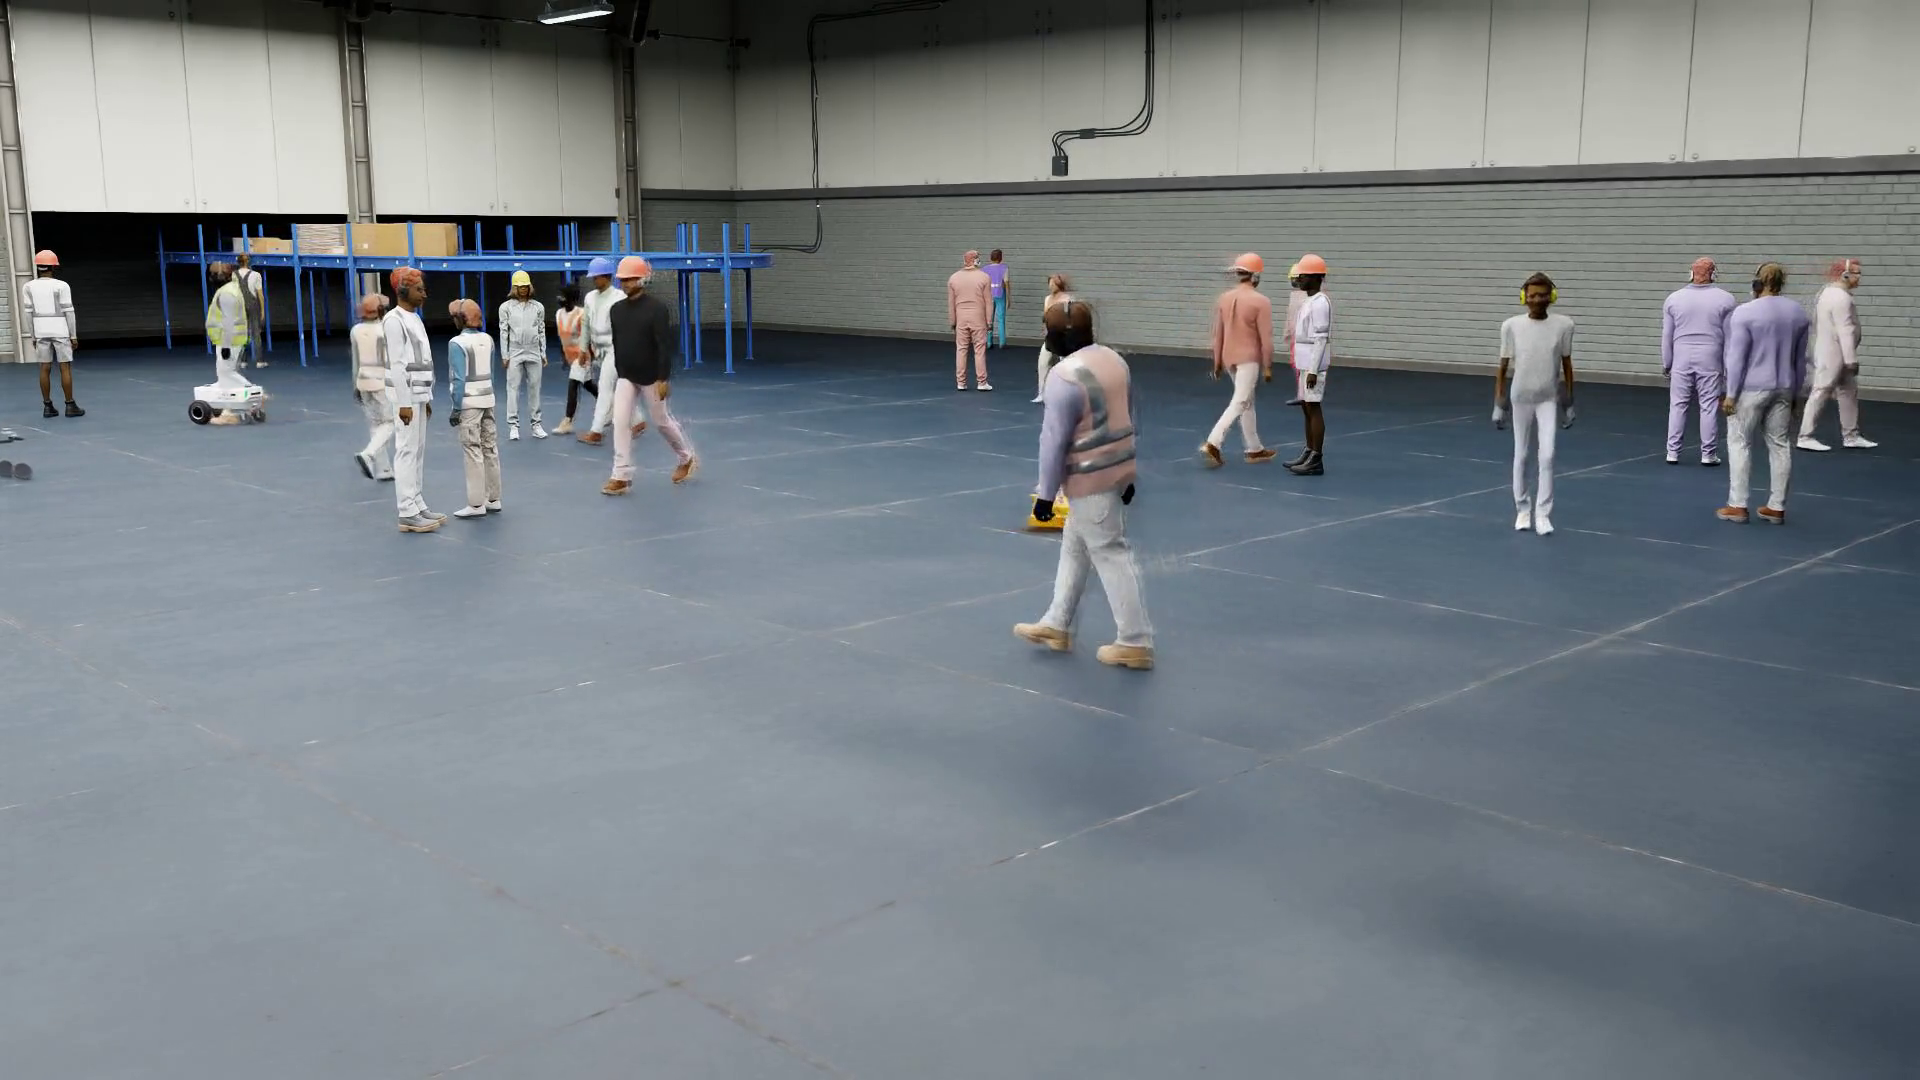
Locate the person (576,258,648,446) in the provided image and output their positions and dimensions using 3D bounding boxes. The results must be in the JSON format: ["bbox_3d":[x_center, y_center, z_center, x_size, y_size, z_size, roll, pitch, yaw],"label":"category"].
[{"bbox_3d":[-3.567,-1.935,17.027,0.584,1.891,1.043,8,13,39],"label":"person"}]

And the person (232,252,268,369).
[{"bbox_3d":[-11.375,-3.666,26.558,0.513,1.842,0.325,-2,11,-11],"label":"person"}]

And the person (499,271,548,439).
[{"bbox_3d":[-4.550,-1.934,17.383,0.493,1.743,0.295,-7,12,-32],"label":"person"}]

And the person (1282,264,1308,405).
[{"bbox_3d":[4.217,-2.556,20.736,0.363,1.752,0.536,-2,11,-13],"label":"person"}]

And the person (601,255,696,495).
[{"bbox_3d":[-2.618,-1.397,13.906,0.625,1.956,1.007,5,12,27],"label":"person"}]

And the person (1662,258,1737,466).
[{"bbox_3d":[6.817,-1.643,15.362,0.642,1.906,0.410,6,12,31],"label":"person"}]

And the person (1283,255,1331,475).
[{"bbox_3d":[3.111,-1.563,14.832,0.359,1.938,0.545,0,10,1],"label":"person"}]

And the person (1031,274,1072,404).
[{"bbox_3d":[1.143,-2.489,20.726,0.649,1.612,0.546,-8,13,-37],"label":"person"}]

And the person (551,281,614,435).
[{"bbox_3d":[-4.065,-1.995,18.018,0.539,1.642,0.946,9,14,41],"label":"person"}]

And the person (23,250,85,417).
[{"bbox_3d":[-10.614,-2.414,19.471,0.545,1.939,0.354,-1,10,-3],"label":"person"}]

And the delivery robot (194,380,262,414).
[{"bbox_3d":[-8.308,-1.641,18.893,0.707,0.478,0.477,2,11,12],"label":"delivery robot"}]

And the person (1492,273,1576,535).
[{"bbox_3d":[4.053,-0.947,11.729,0.571,1.834,0.836,3,11,16],"label":"person"}]

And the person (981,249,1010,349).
[{"bbox_3d":[0.670,-4.508,31.136,0.563,1.848,0.389,5,11,24],"label":"person"}]

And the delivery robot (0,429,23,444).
[{"bbox_3d":[-8.500,-0.941,14.367,0.335,0.223,0.698,6,12,30],"label":"delivery robot"}]

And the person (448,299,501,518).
[{"bbox_3d":[-3.670,-0.993,12.543,0.308,1.636,0.523,3,11,16],"label":"person"}]

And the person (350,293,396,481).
[{"bbox_3d":[-5.004,-1.288,14.206,0.521,1.625,0.553,4,11,22],"label":"person"}]

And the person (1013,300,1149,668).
[{"bbox_3d":[0.583,-0.280,8.228,0.844,1.796,0.658,5,12,27],"label":"person"}]

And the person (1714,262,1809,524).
[{"bbox_3d":[5.965,-1.089,12.342,0.638,1.919,0.471,-2,11,-13],"label":"person"}]

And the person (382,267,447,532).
[{"bbox_3d":[-3.952,-1.017,12.008,0.356,1.882,0.574,-1,10,-5],"label":"person"}]

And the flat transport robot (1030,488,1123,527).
[{"bbox_3d":[0.905,-0.304,12.632,0.652,0.197,1.431,1,10,6],"label":"flat transport robot"}]

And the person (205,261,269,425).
[{"bbox_3d":[-8.200,-2.223,18.745,0.528,1.830,0.631,-4,11,-20],"label":"person"}]

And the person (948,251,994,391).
[{"bbox_3d":[0.168,-2.986,22.698,0.638,1.902,0.406,4,11,20],"label":"person"}]

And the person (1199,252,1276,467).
[{"bbox_3d":[2.567,-1.659,15.310,0.976,1.965,0.639,-7,12,-33],"label":"person"}]

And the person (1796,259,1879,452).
[{"bbox_3d":[8.666,-1.786,16.208,0.862,1.870,0.665,4,11,21],"label":"person"}]
